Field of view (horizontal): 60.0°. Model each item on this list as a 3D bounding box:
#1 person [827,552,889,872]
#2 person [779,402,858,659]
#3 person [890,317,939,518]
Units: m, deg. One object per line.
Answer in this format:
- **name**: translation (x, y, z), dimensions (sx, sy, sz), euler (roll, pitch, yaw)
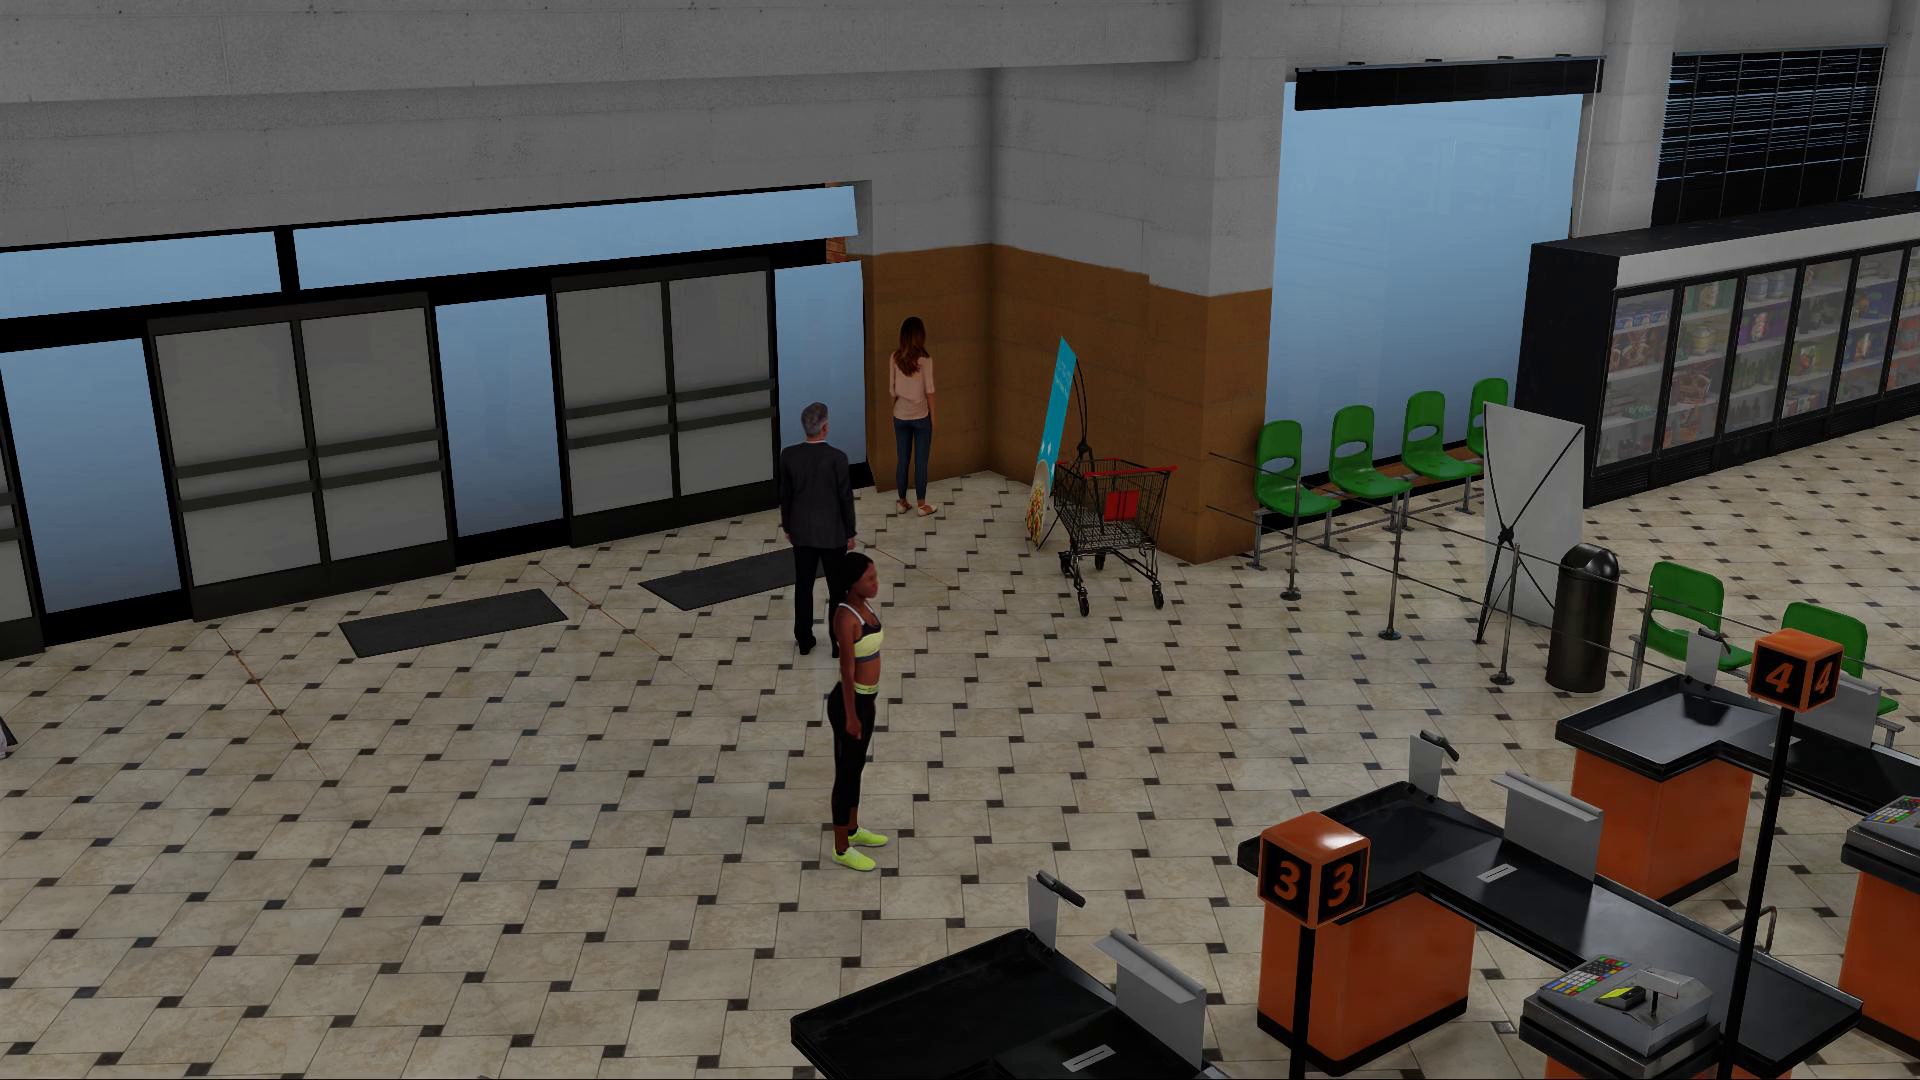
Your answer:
- **person**: translation (-0.582, 0.896, 8.940), dimensions (0.689, 1.754, 0.641), euler (4, 19, 13)
- **person**: translation (-0.986, -0.074, 11.677), dimensions (0.776, 1.842, 0.870), euler (6, 19, 17)
- **person**: translation (-0.424, -1.098, 14.793), dimensions (0.605, 1.791, 0.719), euler (8, 20, 24)
